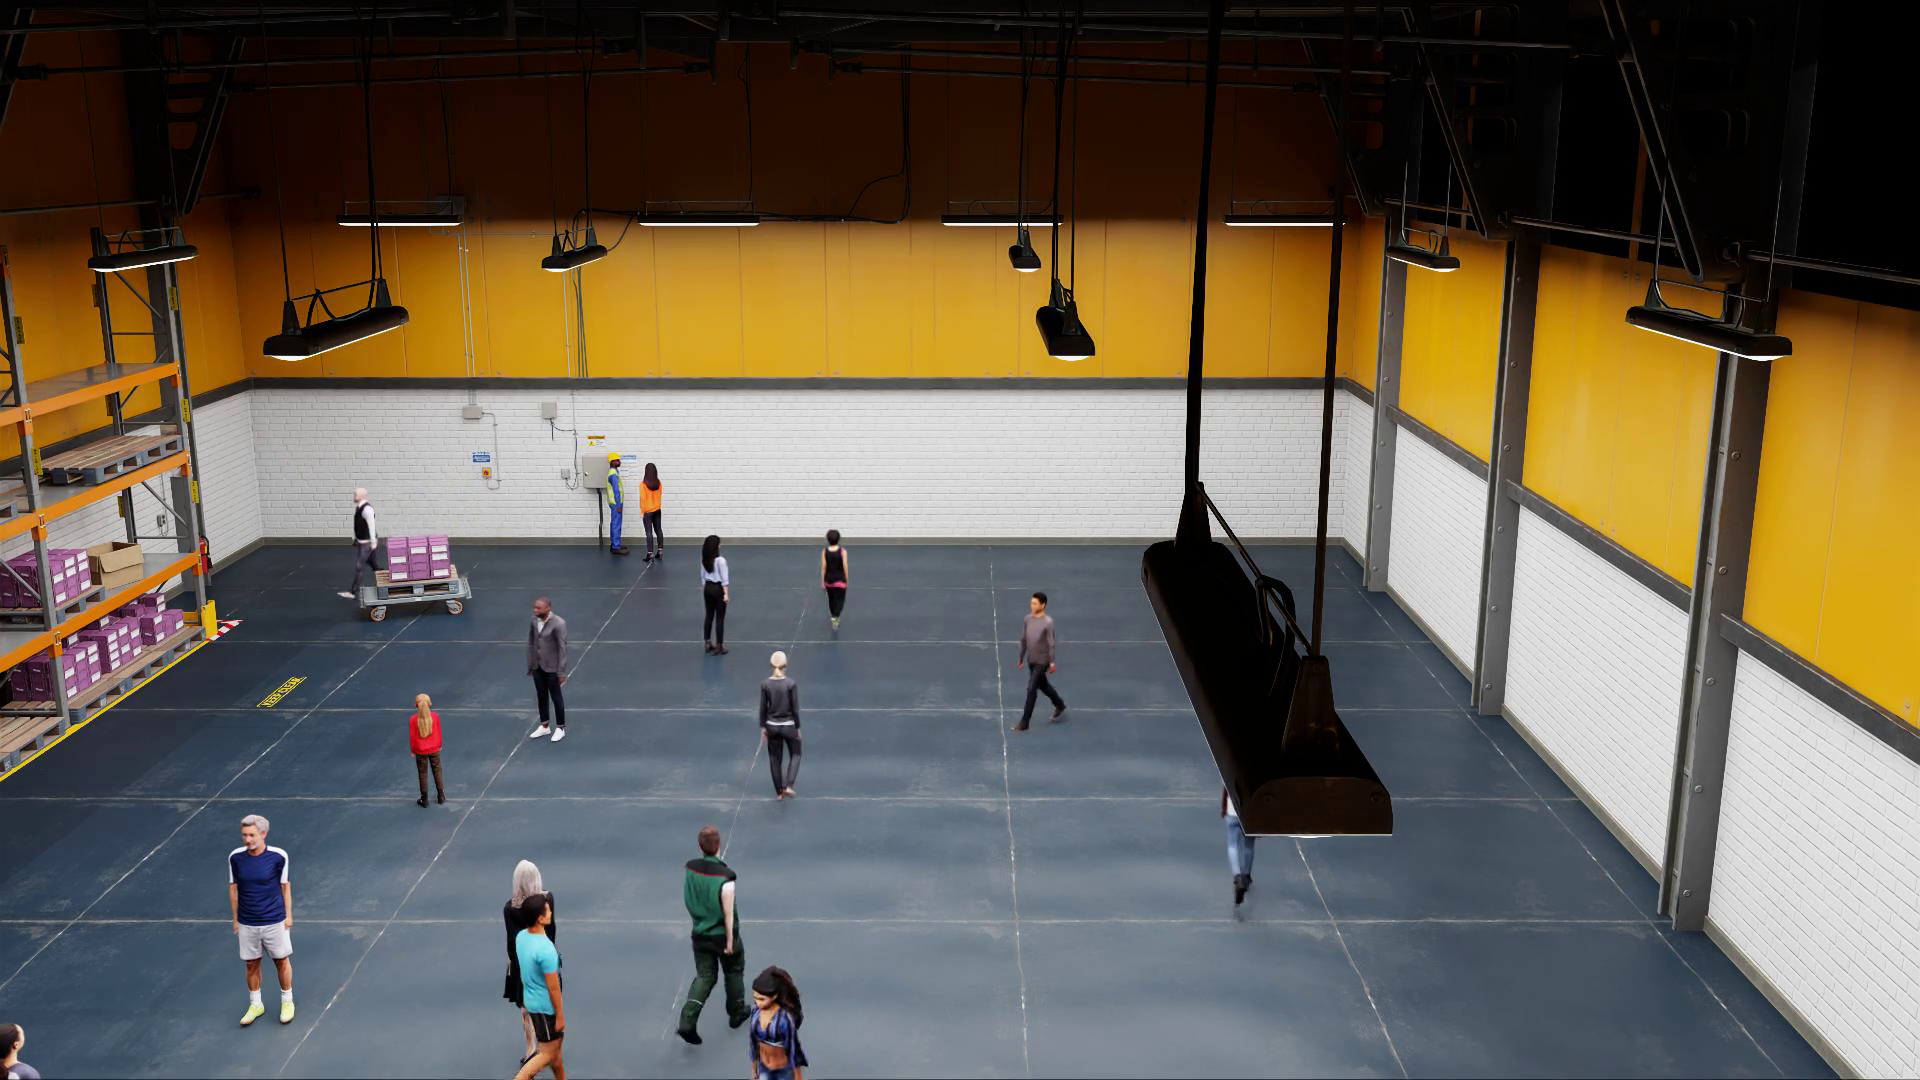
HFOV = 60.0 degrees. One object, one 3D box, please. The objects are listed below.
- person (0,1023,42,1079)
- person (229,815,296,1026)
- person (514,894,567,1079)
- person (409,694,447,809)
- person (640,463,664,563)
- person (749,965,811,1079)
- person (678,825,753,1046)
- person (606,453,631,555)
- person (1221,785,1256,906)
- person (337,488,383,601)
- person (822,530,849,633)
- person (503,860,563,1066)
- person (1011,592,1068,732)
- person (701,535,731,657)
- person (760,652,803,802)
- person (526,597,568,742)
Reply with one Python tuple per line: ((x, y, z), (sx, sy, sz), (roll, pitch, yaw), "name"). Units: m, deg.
((-6.185, 3.936, 10.950), (0.619, 1.650, 0.555), (2, 14, 7), "person")
((-5.812, 3.136, 13.856), (0.656, 1.839, 0.586), (-2, 14, -7), "person")
((-3.197, 3.523, 12.446), (1.091, 1.751, 1.074), (-11, 18, -39), "person")
((-5.909, 2.317, 18.425), (0.576, 1.281, 0.610), (-8, 16, -30), "person")
((-5.381, -0.498, 29.056), (0.766, 1.749, 0.685), (11, 17, 37), "person")
((-1.242, 3.747, 11.804), (0.832, 1.616, 0.899), (8, 16, 31), "person")
((-2.053, 3.231, 13.531), (0.913, 1.807, 1.166), (6, 15, 24), "person")
((-6.125, -0.669, 29.622), (0.787, 1.813, 0.607), (-4, 14, -15), "person")
((2.732, 2.681, 16.031), (0.612, 1.699, 0.973), (1, 14, 4), "person")
((-9.443, 0.054, 26.684), (1.118, 1.792, 1.127), (-10, 17, -35), "person")
((-1.876, 0.627, 24.873), (0.663, 1.530, 0.965), (3, 14, 10), "person")
((-3.389, 3.348, 13.178), (0.698, 1.747, 0.738), (-10, 17, -36), "person")
((1.059, 1.509, 20.811), (1.196, 1.728, 1.181), (2, 14, 10), "person")
((-3.516, 0.778, 23.795), (0.721, 1.744, 0.737), (9, 16, 34), "person")
((-1.990, 2.087, 18.440), (0.647, 1.720, 0.600), (1, 14, 6), "person")
((-5.058, 1.558, 20.433), (0.802, 1.811, 0.766), (7, 15, 25), "person")
